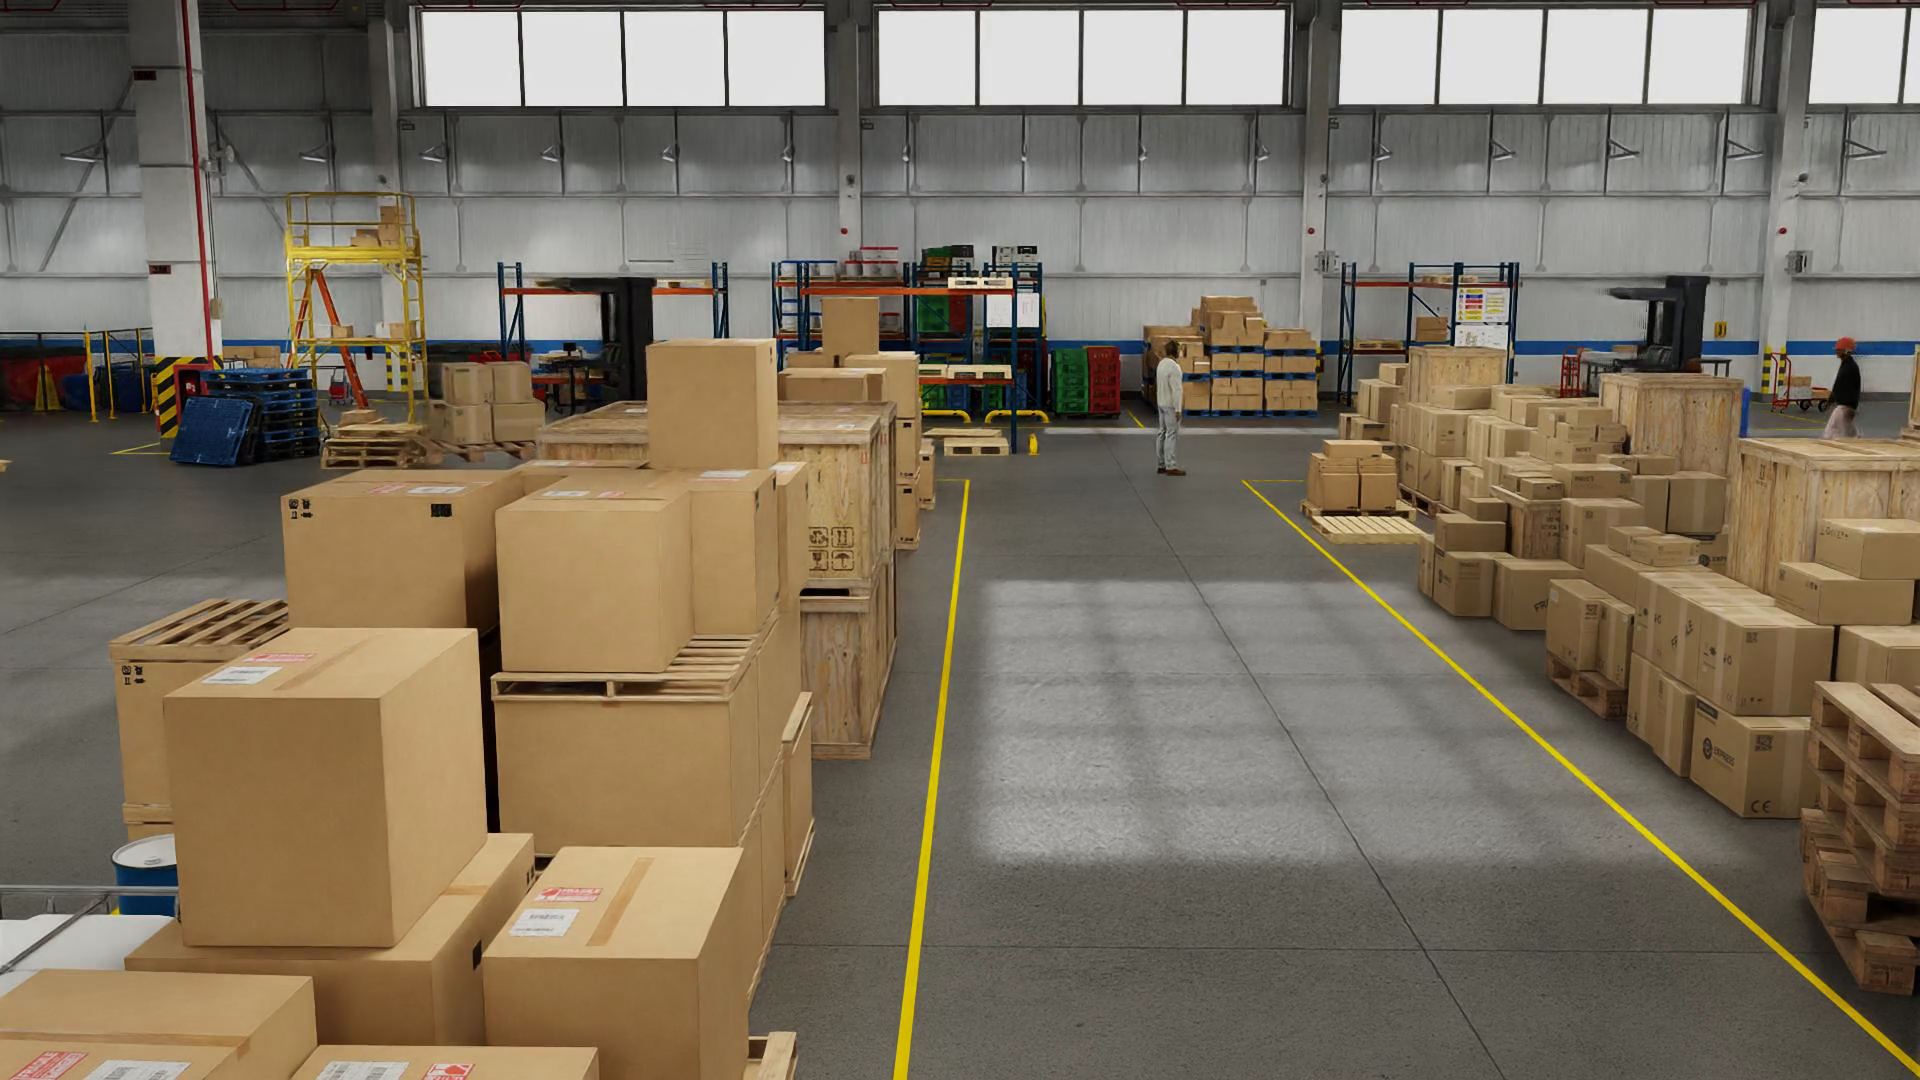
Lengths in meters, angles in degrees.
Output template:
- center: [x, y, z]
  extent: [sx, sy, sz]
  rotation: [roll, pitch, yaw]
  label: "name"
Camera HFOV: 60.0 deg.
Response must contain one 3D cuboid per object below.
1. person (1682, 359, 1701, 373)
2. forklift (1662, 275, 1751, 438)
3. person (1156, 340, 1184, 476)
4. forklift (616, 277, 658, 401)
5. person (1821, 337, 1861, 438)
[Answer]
- center: [9.025, -1.322, 20.660]
  extent: [0.627, 1.844, 0.429]
  rotation: [-3, 10, -19]
  label: "person"
- center: [11.472, -2.802, 26.419]
  extent: [1.873, 2.768, 1.129]
  rotation: [0, 9, 1]
  label: "forklift"
- center: [3.001, -1.880, 23.749]
  extent: [0.364, 1.936, 0.687]
  rotation: [-3, 10, -16]
  label: "person"
- center: [-4.575, -2.346, 23.687]
  extent: [1.873, 2.768, 1.129]
  rotation: [-4, 10, -25]
  label: "forklift"
- center: [12.814, -1.986, 24.326]
  extent: [0.978, 1.945, 0.612]
  rotation: [4, 10, 25]
  label: "person"
